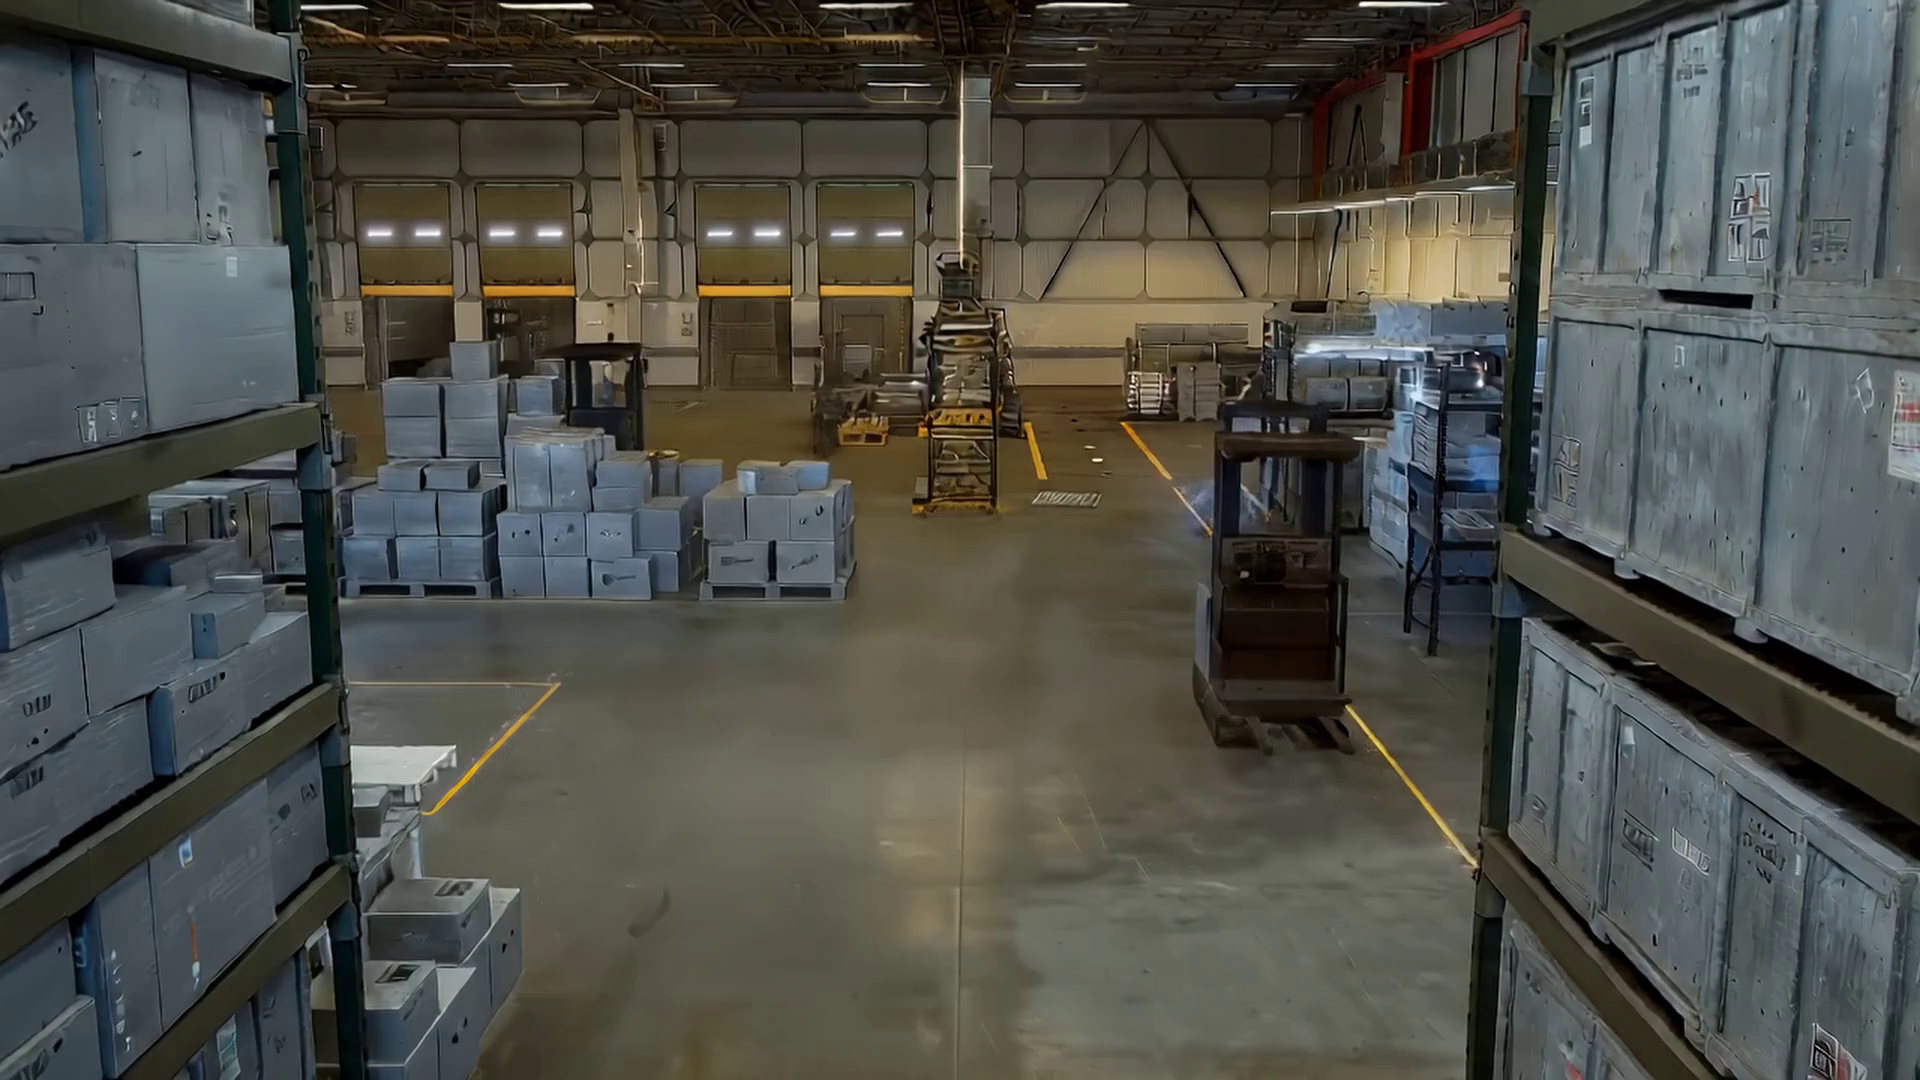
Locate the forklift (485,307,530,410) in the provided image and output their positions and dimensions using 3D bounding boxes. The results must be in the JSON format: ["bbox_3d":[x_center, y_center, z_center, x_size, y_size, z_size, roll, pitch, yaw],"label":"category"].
[{"bbox_3d":[-10.754,-4.150,39.646,1.129,2.768,1.873,0,10,1],"label":"forklift"}]

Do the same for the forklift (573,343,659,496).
[{"bbox_3d":[-5.085,-1.475,24.210,1.129,2.768,1.873,0,10,1],"label":"forklift"}]

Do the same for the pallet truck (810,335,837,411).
[{"bbox_3d":[-3.021,-4.312,43.126,1.885,1.965,0.823,3,10,17],"label":"pallet truck"}]

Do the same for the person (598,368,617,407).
[{"bbox_3d":[-7.527,-2.834,35.485,0.552,1.682,0.546,6,11,30],"label":"person"}]

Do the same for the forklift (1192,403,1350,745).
[{"bbox_3d":[2.697,0.199,14.557,1.129,2.768,1.873,0,10,1],"label":"forklift"}]
